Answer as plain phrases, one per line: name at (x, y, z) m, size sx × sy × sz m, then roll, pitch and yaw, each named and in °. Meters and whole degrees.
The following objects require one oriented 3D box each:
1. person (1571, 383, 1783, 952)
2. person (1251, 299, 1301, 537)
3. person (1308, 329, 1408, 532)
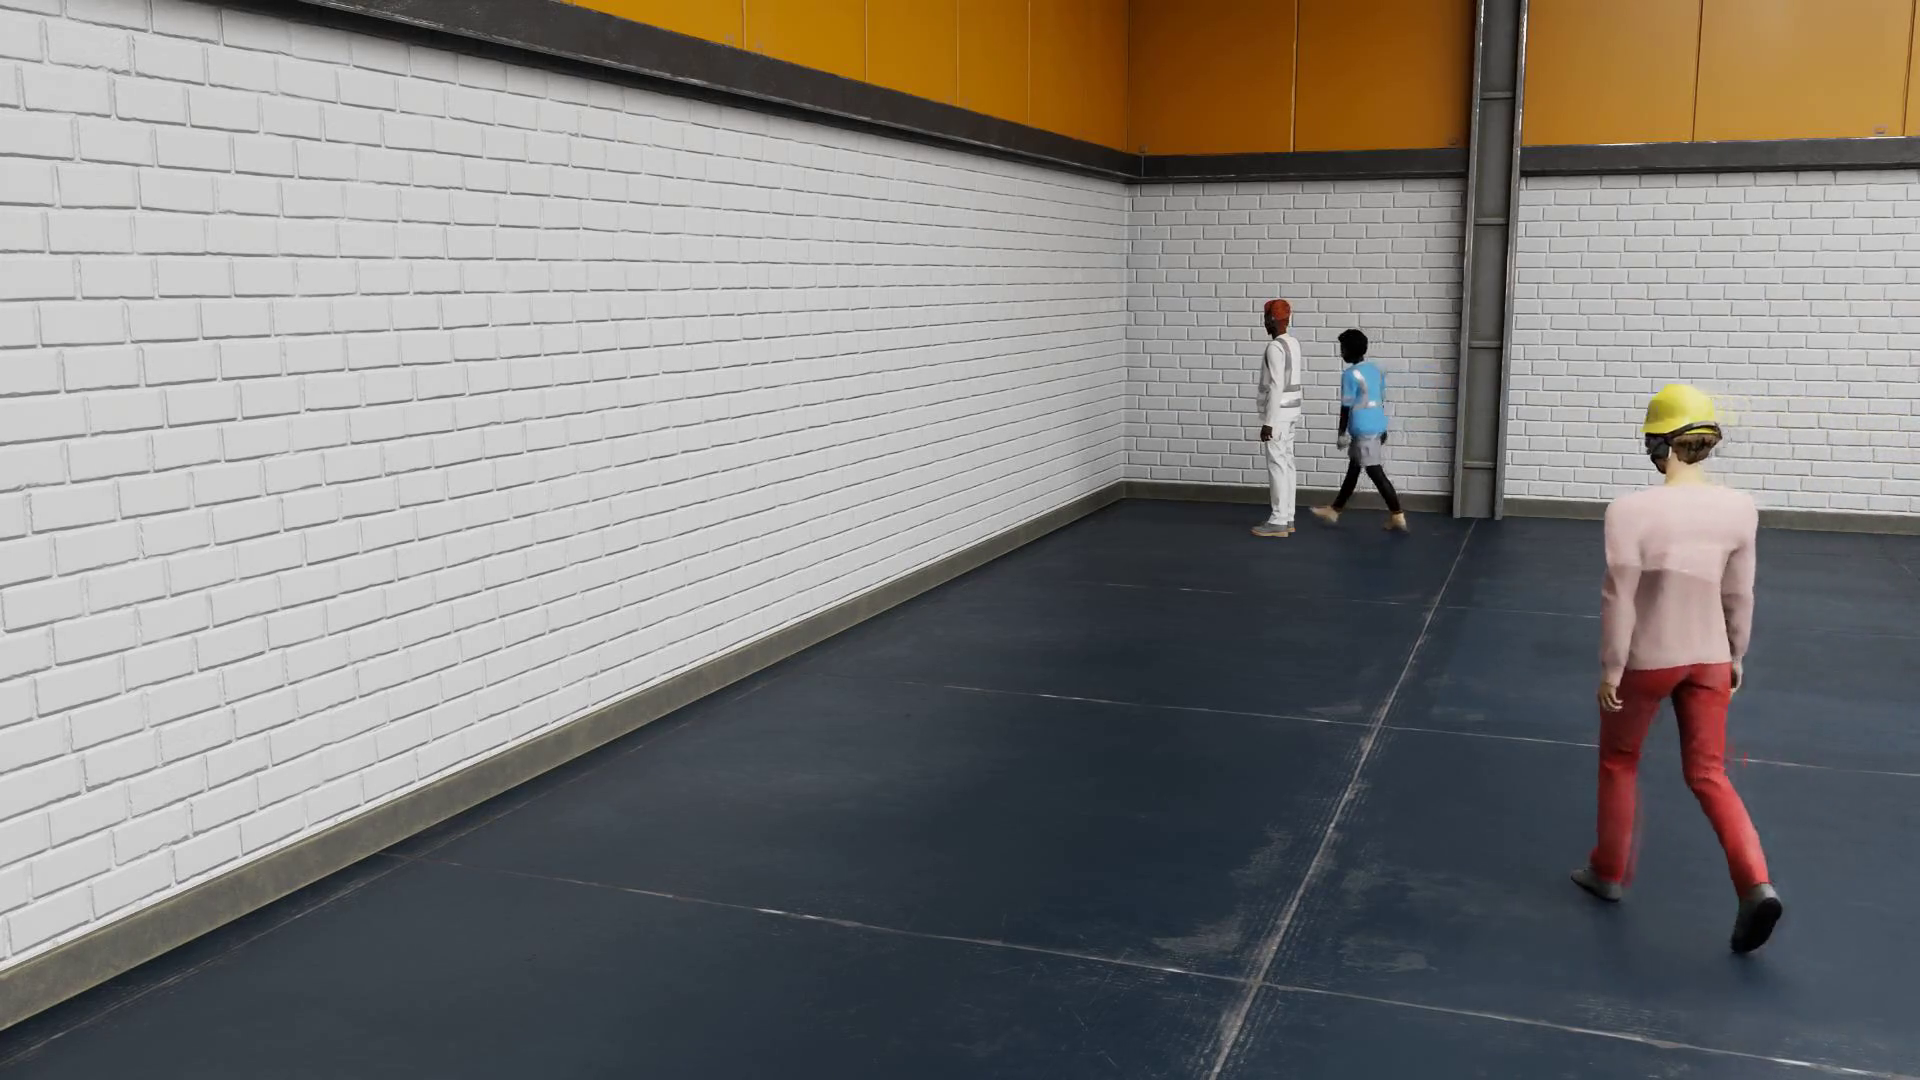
person at (2.275, 0.385, 5.211) m, size 0.532 × 1.742 × 0.790 m, roll -1°, pitch 9°, yaw -9°
person at (2.527, -0.967, 13.221) m, size 0.338 × 1.881 × 0.583 m, roll 4°, pitch 10°, yaw 26°
person at (3.261, -0.884, 13.457) m, size 0.894 × 1.629 × 0.578 m, roll 7°, pitch 11°, yaw 38°
